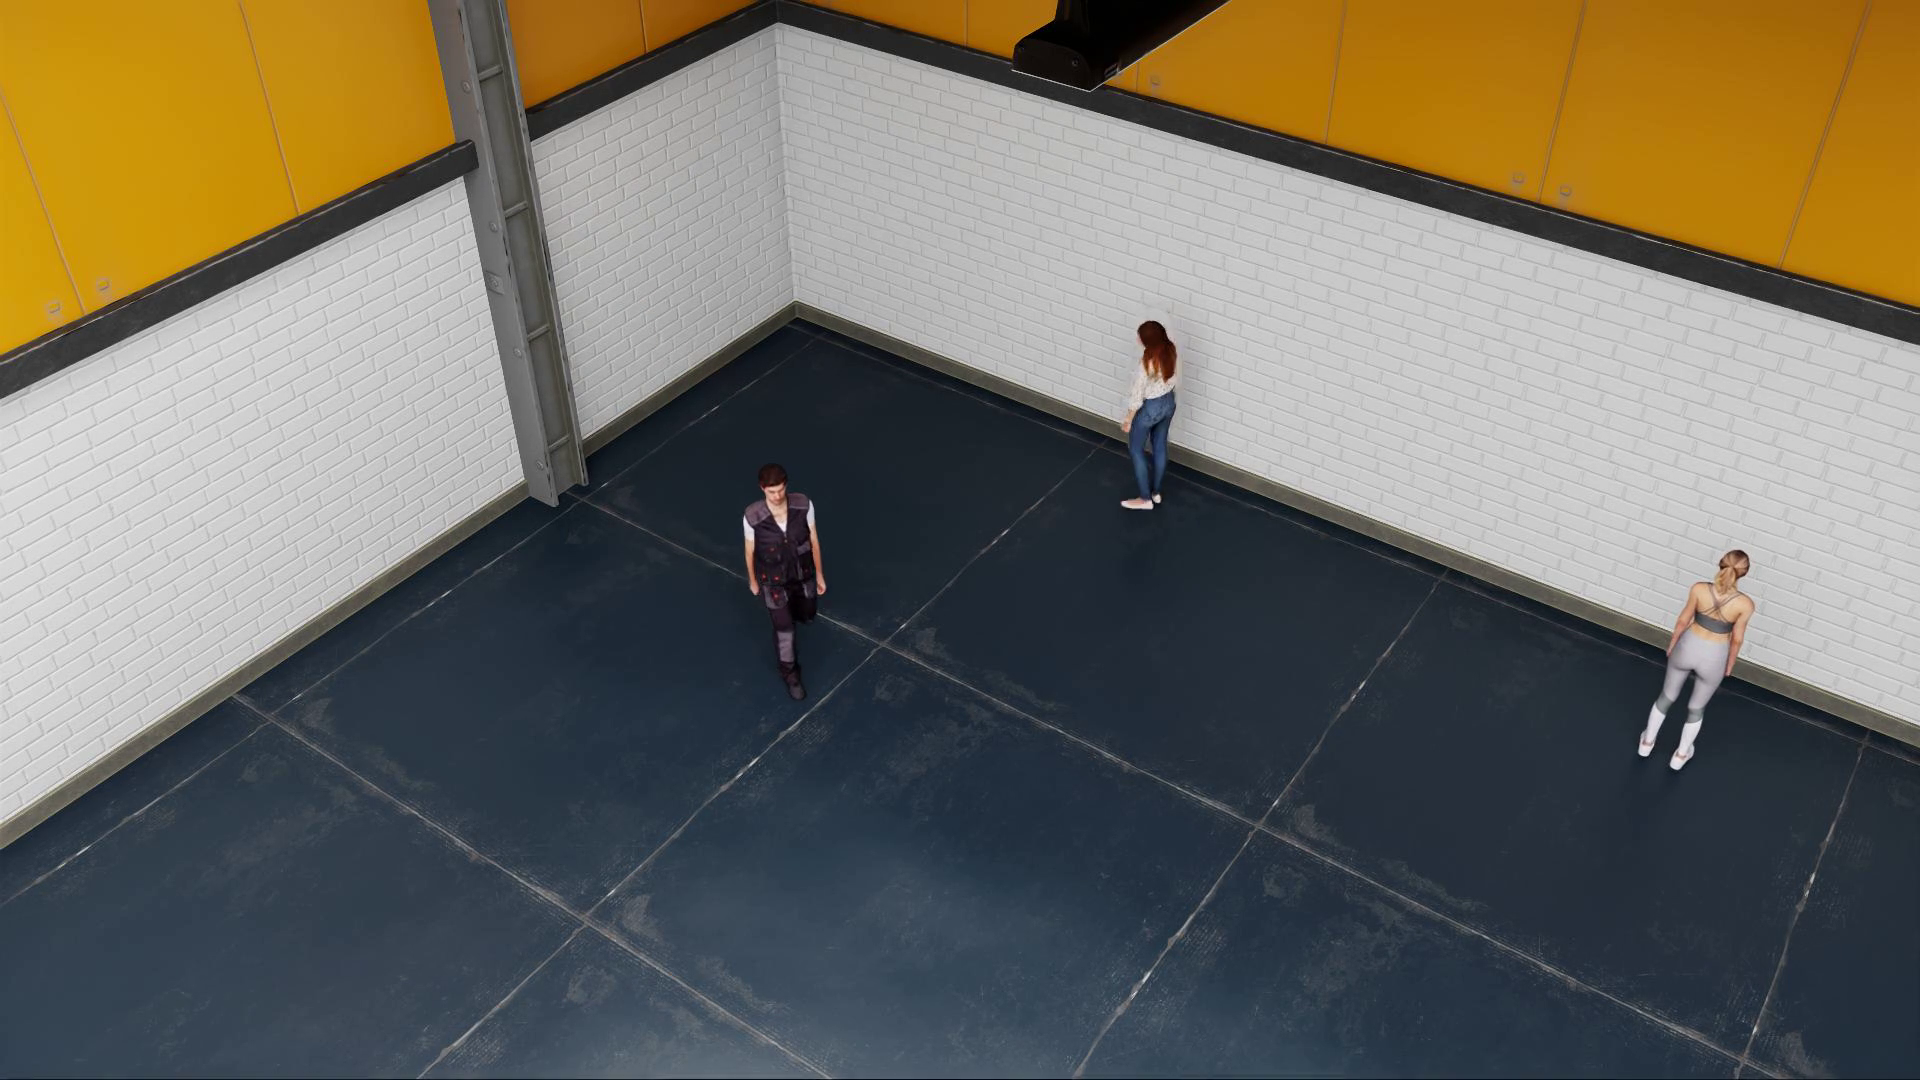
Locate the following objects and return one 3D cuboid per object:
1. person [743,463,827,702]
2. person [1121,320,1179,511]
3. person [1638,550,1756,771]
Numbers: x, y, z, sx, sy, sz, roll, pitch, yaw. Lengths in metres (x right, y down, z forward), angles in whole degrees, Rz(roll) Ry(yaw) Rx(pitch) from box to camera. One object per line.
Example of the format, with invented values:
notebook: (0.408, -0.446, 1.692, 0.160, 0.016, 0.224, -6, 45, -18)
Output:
person: (-1.192, 0.186, 11.182, 1.069, 1.826, 1.024, -15, 41, -18)
person: (1.507, -1.009, 12.778, 0.593, 1.703, 0.743, -15, 41, -18)
person: (4.697, 0.755, 10.571, 0.549, 1.700, 0.486, 23, 44, 26)
